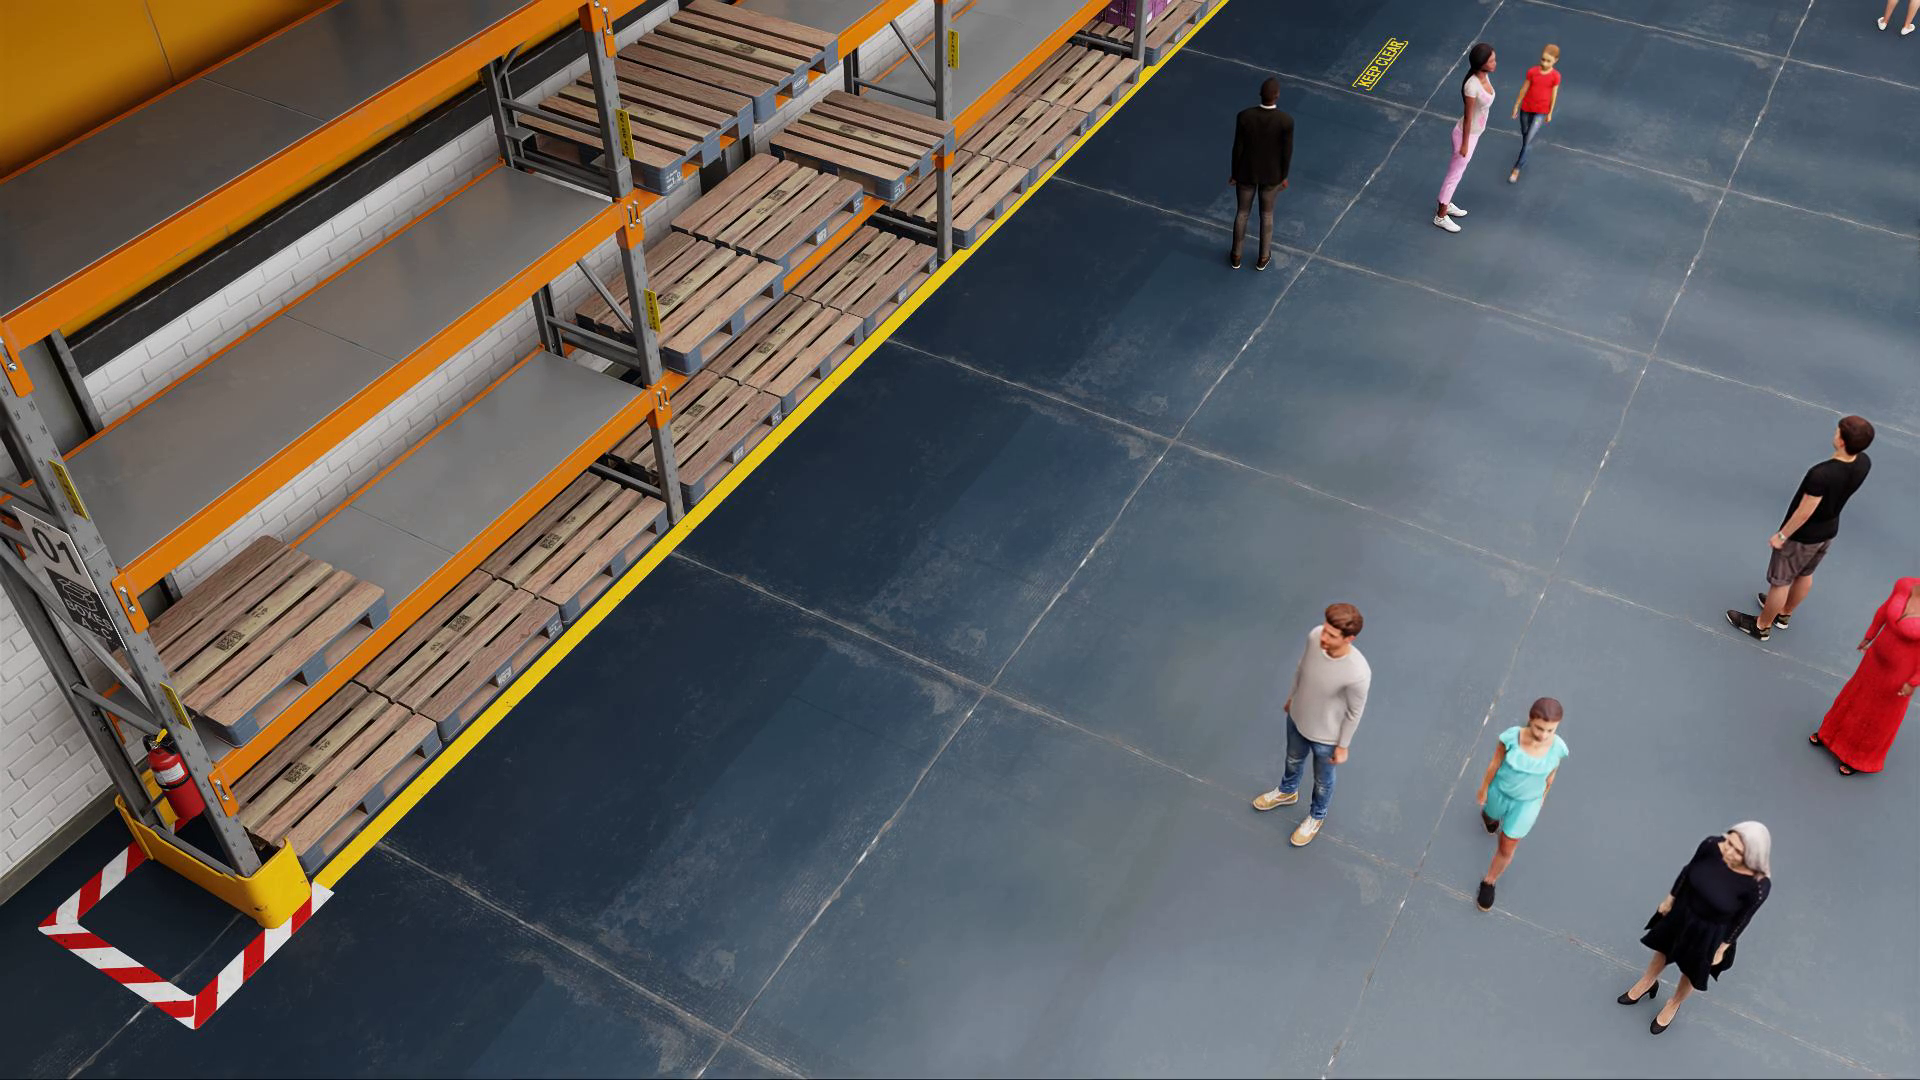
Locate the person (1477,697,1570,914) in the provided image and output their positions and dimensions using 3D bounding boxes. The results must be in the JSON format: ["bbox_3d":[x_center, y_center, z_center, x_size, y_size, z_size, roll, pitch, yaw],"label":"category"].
[{"bbox_3d":[3.230,1.424,9.700,0.656,1.536,1.050,15,46,15],"label":"person"}]

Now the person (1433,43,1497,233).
[{"bbox_3d":[4.514,-3.608,14.833,0.649,1.742,0.471,18,46,18],"label":"person"}]

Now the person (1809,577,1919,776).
[{"bbox_3d":[5.738,0.769,10.209,0.800,1.783,0.746,-13,45,-13],"label":"person"}]

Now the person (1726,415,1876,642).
[{"bbox_3d":[5.642,-0.074,11.036,0.722,1.862,0.835,-20,47,-20],"label":"person"}]

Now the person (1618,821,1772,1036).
[{"bbox_3d":[3.944,2.060,8.880,0.714,1.747,0.692,-22,48,-22],"label":"person"}]

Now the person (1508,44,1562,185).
[{"bbox_3d":[5.424,-4.075,15.654,0.514,1.285,0.903,24,48,23],"label":"person"}]

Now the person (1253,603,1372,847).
[{"bbox_3d":[2.129,1.057,9.818,0.754,1.905,0.755,-23,48,-22],"label":"person"}]

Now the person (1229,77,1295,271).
[{"bbox_3d":[2.574,-3.139,14.299,0.723,1.799,0.673,9,44,9],"label":"person"}]
